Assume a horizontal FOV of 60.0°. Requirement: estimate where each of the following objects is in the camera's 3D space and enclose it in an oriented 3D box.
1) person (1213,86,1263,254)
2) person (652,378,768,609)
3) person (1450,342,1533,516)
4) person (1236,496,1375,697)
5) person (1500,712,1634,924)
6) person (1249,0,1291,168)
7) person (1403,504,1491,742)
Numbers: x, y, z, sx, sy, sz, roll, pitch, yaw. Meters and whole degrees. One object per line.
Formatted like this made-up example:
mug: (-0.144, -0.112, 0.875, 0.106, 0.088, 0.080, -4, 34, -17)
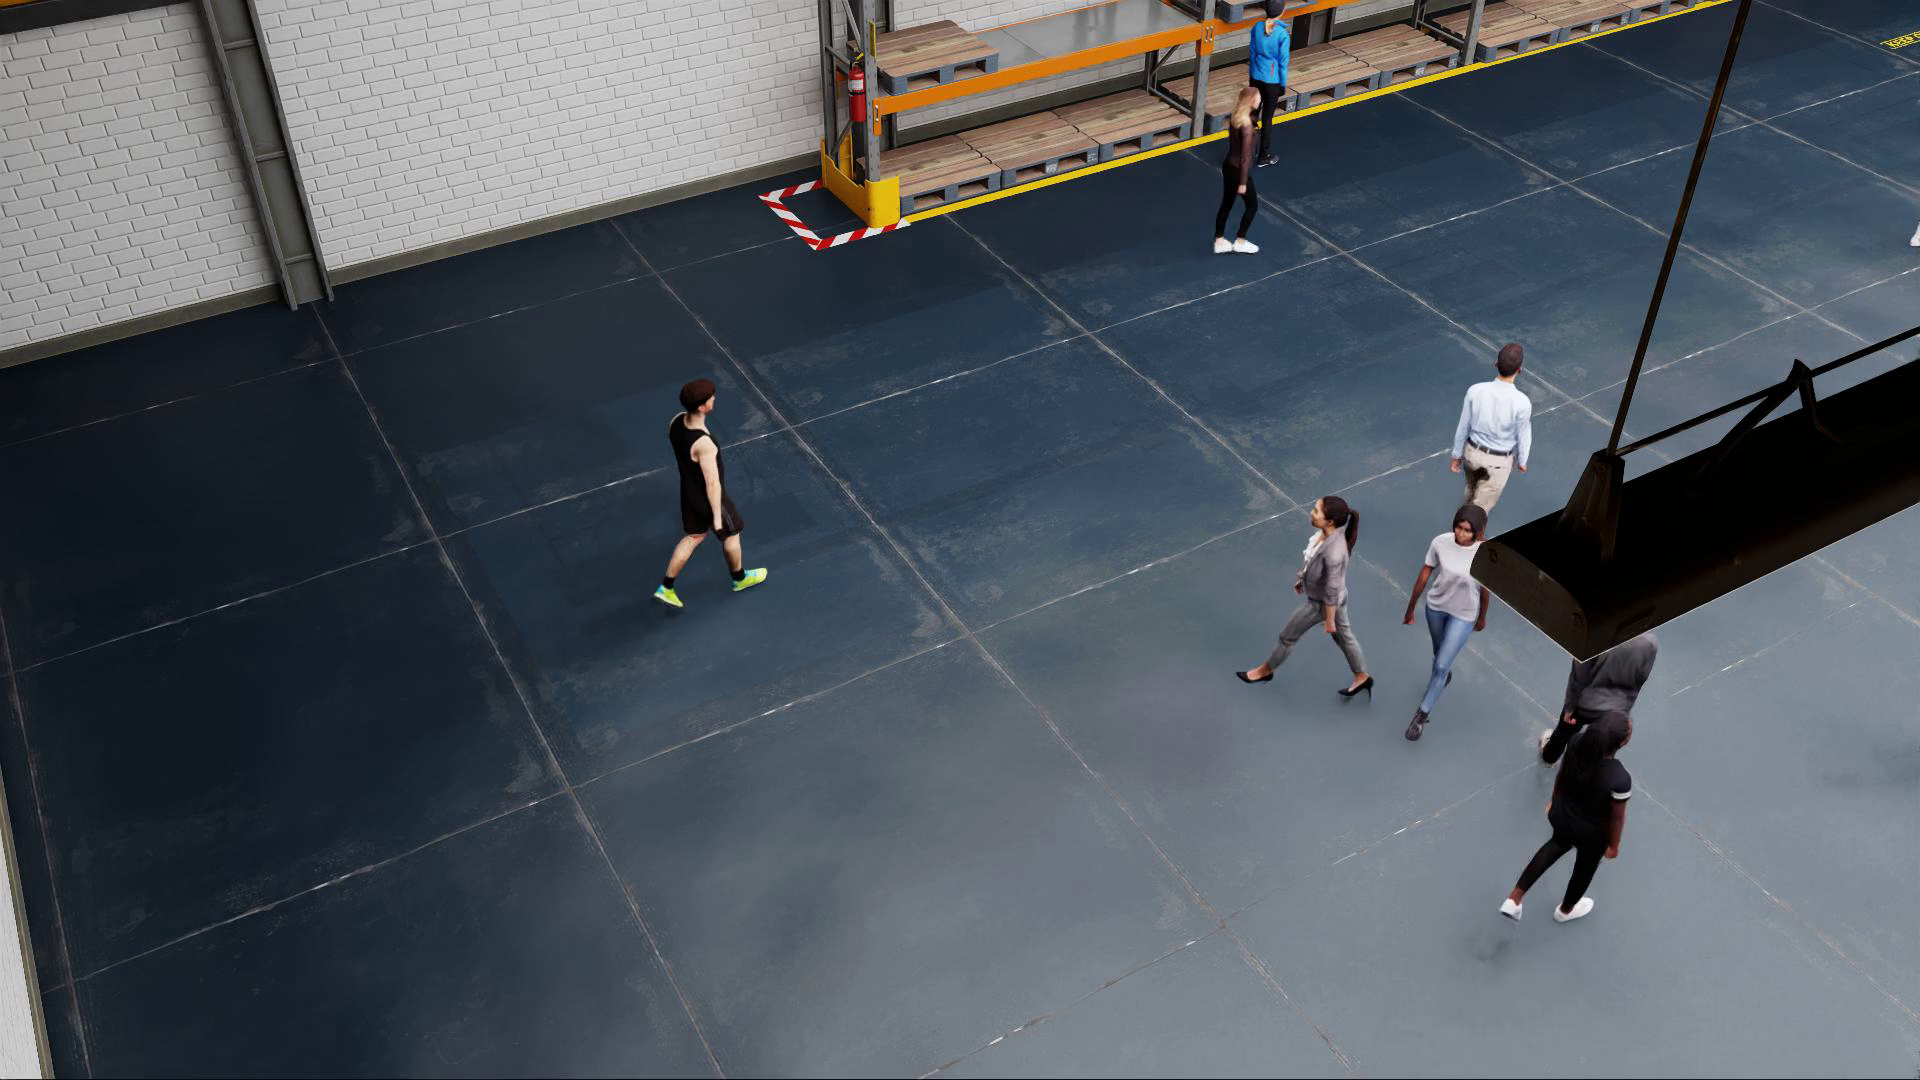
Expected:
person: (2.554, -3.476, 15.763, 0.758, 1.694, 0.723, -8, 39, -9)
person: (-1.863, -0.290, 11.636, 1.178, 1.864, 0.835, -29, 47, -31)
person: (3.767, -0.522, 11.980, 0.933, 1.798, 1.256, 27, 46, 29)
person: (2.477, 0.431, 10.930, 1.166, 1.619, 1.117, 10, 40, 12)
person: (3.458, 1.625, 9.357, 0.928, 1.716, 0.642, -20, 43, -24)
person: (3.177, -4.768, 17.299, 0.600, 1.795, 0.664, -31, 48, -33)
person: (3.236, 0.435, 10.873, 0.872, 1.684, 1.139, 26, 45, 29)
